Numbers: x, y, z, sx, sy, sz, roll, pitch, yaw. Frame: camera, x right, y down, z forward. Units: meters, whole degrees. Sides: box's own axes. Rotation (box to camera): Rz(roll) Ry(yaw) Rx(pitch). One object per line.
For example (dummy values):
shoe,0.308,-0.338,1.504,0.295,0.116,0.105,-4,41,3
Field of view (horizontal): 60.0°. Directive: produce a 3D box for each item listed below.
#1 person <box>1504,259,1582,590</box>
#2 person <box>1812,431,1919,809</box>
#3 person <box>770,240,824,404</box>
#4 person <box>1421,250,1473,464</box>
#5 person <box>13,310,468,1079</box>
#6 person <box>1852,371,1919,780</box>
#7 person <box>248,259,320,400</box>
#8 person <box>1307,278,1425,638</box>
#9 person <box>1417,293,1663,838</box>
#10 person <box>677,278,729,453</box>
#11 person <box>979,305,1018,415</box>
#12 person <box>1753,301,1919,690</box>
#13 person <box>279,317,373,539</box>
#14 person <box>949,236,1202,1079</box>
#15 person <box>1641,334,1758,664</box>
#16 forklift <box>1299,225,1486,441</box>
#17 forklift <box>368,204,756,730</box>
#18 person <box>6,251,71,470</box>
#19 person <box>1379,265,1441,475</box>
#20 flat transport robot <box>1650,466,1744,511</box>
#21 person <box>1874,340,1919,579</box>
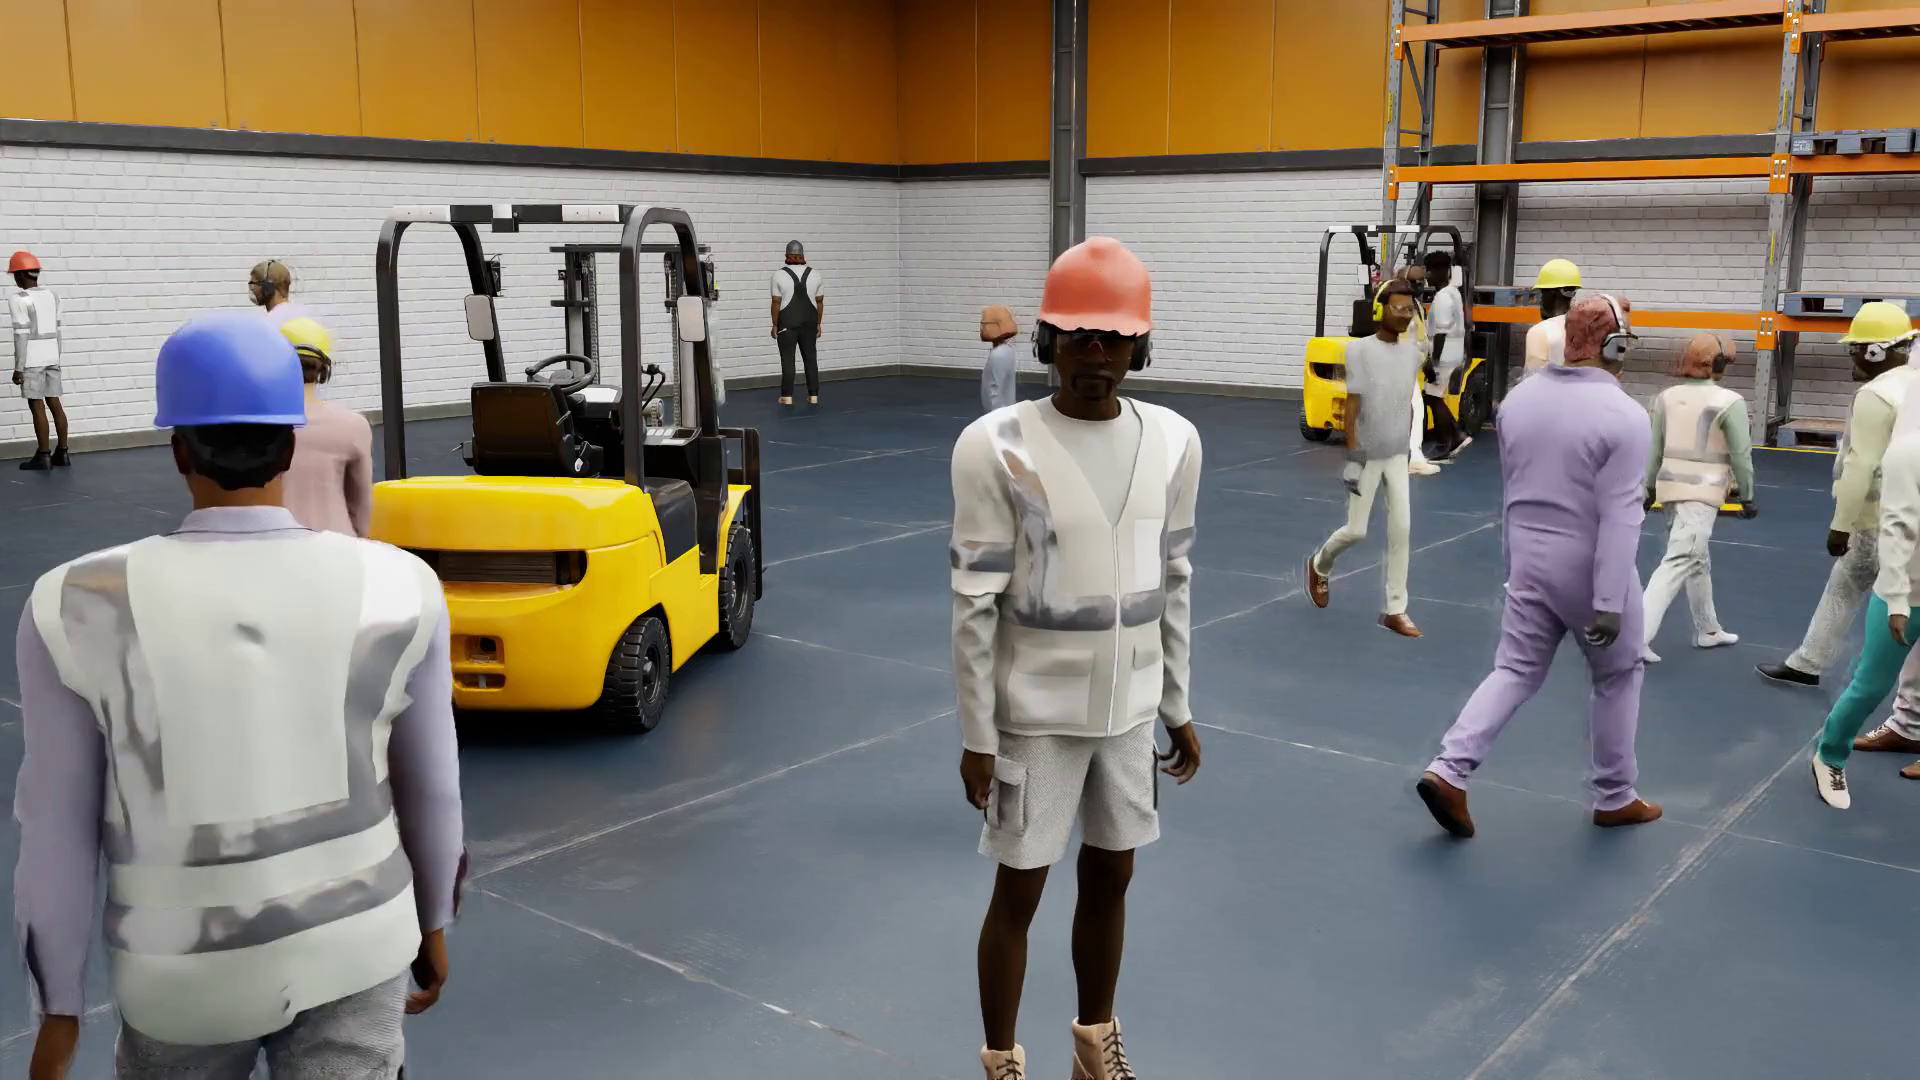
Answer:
person,3.401,-0.641,9.565,0.595,1.925,0.371,-7,13,-35
person,3.275,0.172,5.631,0.525,1.720,0.921,0,10,-3
person,-2.059,-2.717,20.756,0.686,2.000,0.535,-4,11,-23
person,4.364,-1.646,15.085,0.435,1.943,0.640,4,11,23
person,-1.098,0.615,2.599,0.644,1.926,0.558,-5,12,-28
person,3.731,-0.047,6.328,0.406,1.910,0.639,0,10,-1
person,-4.234,-0.730,10.104,0.900,1.906,0.655,-1,10,-5
person,2.166,-0.451,8.746,0.516,1.850,0.783,-4,11,-21
person,2.015,0.103,5.627,0.927,1.869,0.634,-6,12,-29
person,-2.469,-1.684,15.891,0.485,1.725,0.496,2,10,13
person,0.335,-0.783,11.251,0.713,1.610,0.504,1,10,8
person,4.032,-0.134,7.188,0.594,1.780,0.985,-10,14,-44
person,-2.433,0.062,6.135,0.544,1.749,0.389,-8,13,-39
person,0.277,0.369,3.654,0.610,2.040,0.394,-5,11,-26
person,3.530,-0.201,8.056,0.845,1.593,0.500,-3,11,-19
forklift,4.449,-2.115,16.993,1.214,2.155,2.313,8,13,38
forklift,-1.766,-0.406,7.525,1.214,2.155,2.313,1,10,7
person,-8.219,-1.588,14.791,0.358,1.937,0.544,2,10,10
person,3.991,-1.479,14.546,0.774,1.814,0.629,6,12,29
flat transport robot,5.659,-0.430,12.987,0.652,0.197,1.431,3,11,15
person,5.361,-0.527,9.245,0.591,1.816,0.701,-4,11,-20
